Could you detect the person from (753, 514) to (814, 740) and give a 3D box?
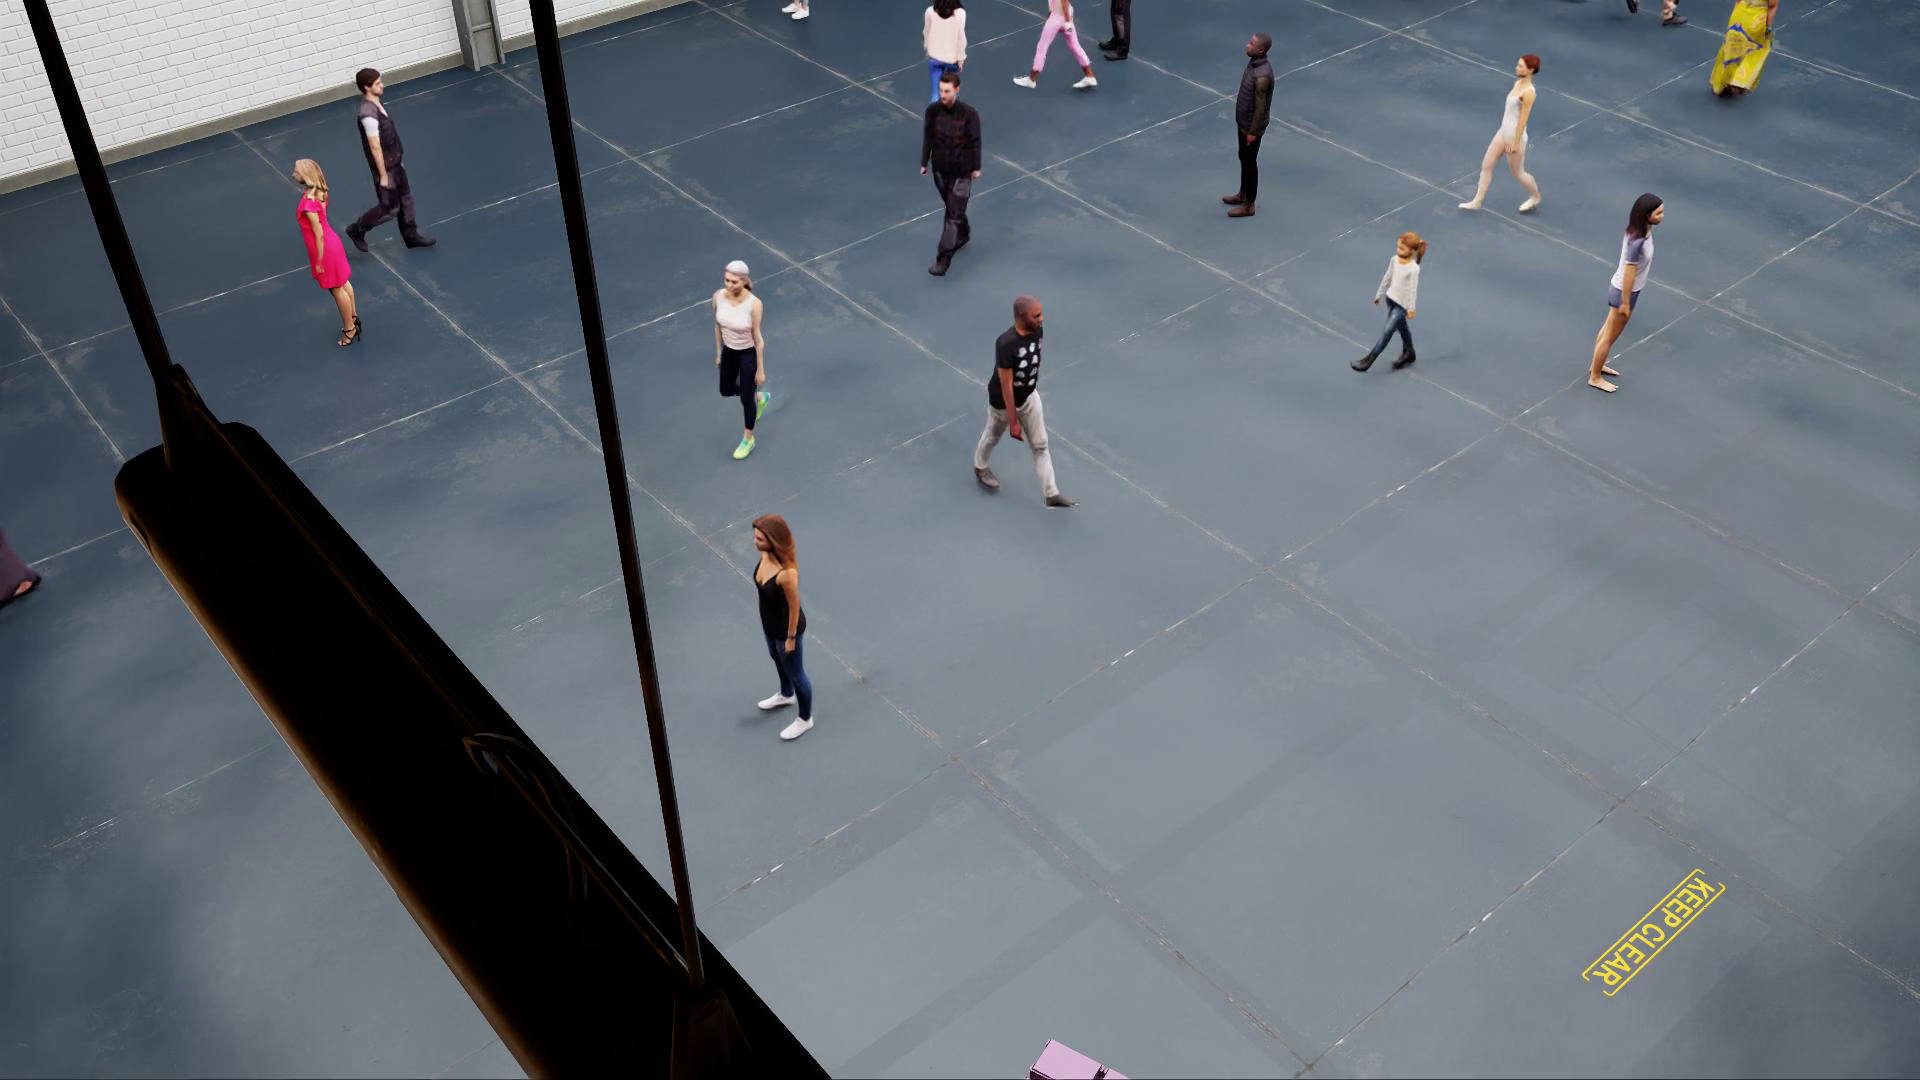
[{"bbox_3d":[-1.125,0.521,10.565,0.553,1.722,0.624,-20,43,-23],"label":"person"}]

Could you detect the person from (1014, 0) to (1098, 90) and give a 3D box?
[{"bbox_3d":[1.199,-5.781,18.487,1.196,1.683,1.108,0,39,0],"label":"person"}]

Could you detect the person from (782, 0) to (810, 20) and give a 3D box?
[{"bbox_3d":[-2.023,-7.247,20.305,0.556,1.705,0.647,-20,43,-24],"label":"person"}]

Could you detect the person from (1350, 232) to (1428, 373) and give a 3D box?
[{"bbox_3d":[3.774,-2.009,14.081,0.959,1.287,0.674,-15,41,-17],"label":"person"}]

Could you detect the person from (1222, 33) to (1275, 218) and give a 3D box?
[{"bbox_3d":[2.839,-4.053,16.201,0.801,1.836,0.780,-2,39,-2],"label":"person"}]

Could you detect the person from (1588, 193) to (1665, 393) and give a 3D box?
[{"bbox_3d":[5.523,-2.074,13.805,0.719,1.733,0.595,15,41,18],"label":"person"}]

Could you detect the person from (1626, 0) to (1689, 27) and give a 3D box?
[{"bbox_3d":[8.567,-7.124,20.053,1.127,1.827,1.083,5,39,6],"label":"person"}]

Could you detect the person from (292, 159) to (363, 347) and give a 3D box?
[{"bbox_3d":[-5.452,-2.494,14.336,0.694,1.728,0.662,-4,39,-6],"label":"person"}]

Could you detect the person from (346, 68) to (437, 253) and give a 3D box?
[{"bbox_3d":[-5.466,-3.502,15.517,1.126,1.829,0.959,-6,39,-8],"label":"person"}]

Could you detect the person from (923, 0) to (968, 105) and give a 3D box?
[{"bbox_3d":[-0.185,-4.975,17.440,1.073,1.730,1.203,8,39,10],"label":"person"}]

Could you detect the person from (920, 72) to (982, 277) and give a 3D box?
[{"bbox_3d":[-0.041,-3.440,15.410,0.995,1.864,1.288,19,42,22],"label":"person"}]

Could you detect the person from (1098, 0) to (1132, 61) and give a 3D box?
[{"bbox_3d":[1.876,-6.521,19.289,0.791,1.839,0.795,-4,39,-5],"label":"person"}]

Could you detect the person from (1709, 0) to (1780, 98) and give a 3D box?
[{"bbox_3d":[8.677,-5.653,18.356,0.804,1.646,0.719,-29,47,-32],"label":"person"}]

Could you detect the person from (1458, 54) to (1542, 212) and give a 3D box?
[{"bbox_3d":[5.467,-3.920,16.217,1.095,1.607,0.926,-4,39,-5],"label":"person"}]

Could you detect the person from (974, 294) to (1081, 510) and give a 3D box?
[{"bbox_3d":[0.336,-1.060,12.528,1.181,1.743,0.766,-29,47,-32],"label":"person"}]

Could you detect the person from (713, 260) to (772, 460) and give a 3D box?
[{"bbox_3d":[-1.675,-1.480,13.093,0.799,1.694,0.945,19,42,22],"label":"person"}]
